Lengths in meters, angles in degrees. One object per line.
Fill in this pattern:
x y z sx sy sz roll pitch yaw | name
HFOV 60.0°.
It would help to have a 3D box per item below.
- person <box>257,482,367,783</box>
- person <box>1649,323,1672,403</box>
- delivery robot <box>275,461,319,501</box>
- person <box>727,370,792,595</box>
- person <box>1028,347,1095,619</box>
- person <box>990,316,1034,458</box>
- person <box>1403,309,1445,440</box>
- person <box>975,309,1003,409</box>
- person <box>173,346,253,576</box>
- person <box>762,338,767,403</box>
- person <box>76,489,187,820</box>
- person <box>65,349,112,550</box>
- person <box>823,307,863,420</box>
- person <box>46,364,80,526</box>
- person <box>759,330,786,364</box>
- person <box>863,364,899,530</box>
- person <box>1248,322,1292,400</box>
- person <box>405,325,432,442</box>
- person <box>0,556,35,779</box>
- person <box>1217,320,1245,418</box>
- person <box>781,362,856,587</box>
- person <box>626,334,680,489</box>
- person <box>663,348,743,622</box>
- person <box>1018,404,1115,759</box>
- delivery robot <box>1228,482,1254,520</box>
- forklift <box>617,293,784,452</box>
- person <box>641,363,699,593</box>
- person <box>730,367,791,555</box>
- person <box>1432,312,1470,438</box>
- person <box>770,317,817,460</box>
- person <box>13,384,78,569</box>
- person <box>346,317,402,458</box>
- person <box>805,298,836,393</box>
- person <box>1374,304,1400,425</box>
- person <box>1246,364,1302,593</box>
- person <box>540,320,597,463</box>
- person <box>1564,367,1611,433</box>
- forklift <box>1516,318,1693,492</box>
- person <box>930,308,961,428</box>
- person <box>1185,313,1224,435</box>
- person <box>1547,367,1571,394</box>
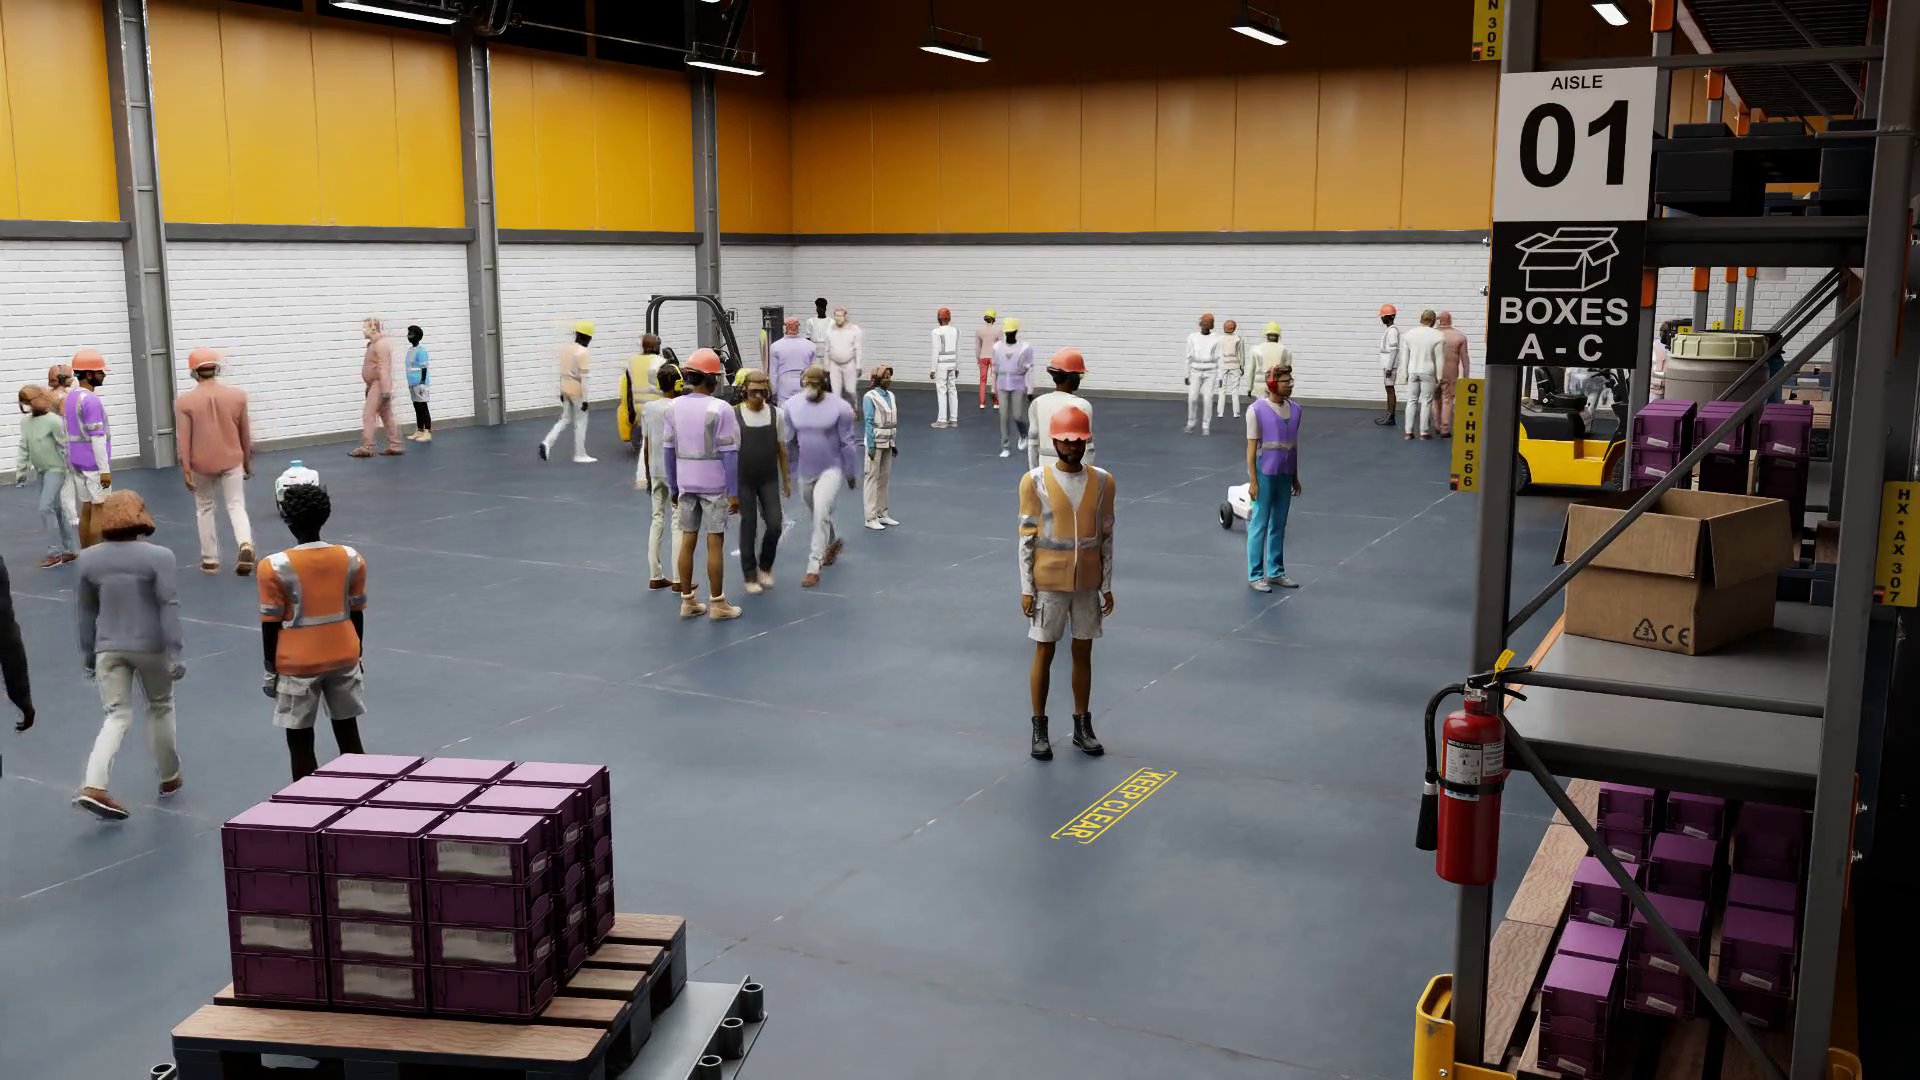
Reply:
-3.002 0.575 7.766 0.321 1.689 0.529 8 12 38 | person
9.345 -1.975 22.093 0.632 1.841 0.429 3 10 14 | person
-6.980 -0.591 17.521 0.477 0.478 0.707 -2 10 -13 | delivery robot
-1.618 -0.455 13.352 0.577 1.822 0.417 -4 11 -22 | person
0.790 -0.432 12.569 0.390 2.045 0.607 -9 13 -42 | person
0.707 -2.071 22.462 0.594 1.905 0.576 3 10 17 | person
6.800 -2.419 24.417 0.643 1.930 0.385 8 12 37 | person
0.528 -3.175 29.251 0.526 1.768 0.314 3 10 16 | person
-6.278 -0.652 14.080 0.623 1.967 0.838 -7 12 -34 | person
-2.891 -2.583 25.833 0.329 1.765 0.525 -5 11 -29 | person
-4.092 0.556 8.165 0.535 1.593 0.753 -1 10 -4 | person
-7.343 -0.649 14.133 0.553 1.935 0.362 9 13 43 | person
-1.878 -2.801 26.732 0.658 1.888 0.551 2 10 10 | person
-9.028 -0.949 16.760 0.312 1.633 0.519 -9 13 -42 | person
-2.896 -2.712 26.344 0.429 1.844 0.633 -9 13 -41 | person
-0.796 -0.933 16.633 0.312 1.642 0.512 5 11 27 | person
4.321 -2.147 23.237 0.602 1.792 0.922 2 10 10 | person
-7.919 -2.282 24.271 0.316 1.700 0.540 -8 13 -38 | person
-4.099 0.667 6.664 0.603 1.887 0.823 -3 10 -15 | person
4.479 -2.842 27.695 0.523 1.636 0.310 2 10 10 | person
-1.168 -0.601 14.111 0.656 1.871 1.102 3 10 15 | person
-3.568 -1.527 19.640 0.646 1.792 0.960 7 12 35 | person
-1.907 -0.410 12.440 0.613 2.041 0.393 5 11 26 | person
0.591 0.227 9.061 0.545 1.938 0.361 -2 10 -14 | person
2.891 -0.386 16.333 0.477 0.478 0.707 -2 10 -9 | delivery robot
-3.588 -2.317 23.042 2.313 2.155 1.214 -1 10 -5 | forklift
-2.354 -0.497 13.513 0.499 1.855 0.327 4 11 22 | person
-1.835 -0.717 15.150 0.523 1.723 0.482 -5 11 -28 | person
7.297 -2.483 24.963 0.730 1.858 0.848 4 11 24 | person
-2.211 -2.006 22.101 0.639 1.900 0.401 -3 10 -17 | person
-8.044 -0.558 14.569 0.512 1.610 0.609 5 11 28 | person
-7.949 -2.039 22.359 0.838 1.874 0.665 -4 11 -23 | person
-2.449 -3.309 29.468 0.603 1.959 0.379 0 10 2 | person
6.830 -2.792 26.557 0.376 1.931 0.542 2 10 11 | person
2.549 -0.510 13.576 0.566 1.849 0.387 -7 12 -37 | person
-5.075 -1.907 21.587 0.655 1.878 0.739 10 14 44 | person
8.540 -2.055 22.623 0.604 1.816 0.681 9 13 41 | person
7.066 -1.601 18.899 2.313 2.155 1.214 5 11 27 | forklift
-0.237 -2.705 26.189 0.587 1.882 0.341 -9 13 -43 | person
3.682 -2.485 25.023 0.600 1.856 0.477 4 11 23 | person
8.489 -2.293 23.351 0.536 2.000 0.688 0 10 0 | person
